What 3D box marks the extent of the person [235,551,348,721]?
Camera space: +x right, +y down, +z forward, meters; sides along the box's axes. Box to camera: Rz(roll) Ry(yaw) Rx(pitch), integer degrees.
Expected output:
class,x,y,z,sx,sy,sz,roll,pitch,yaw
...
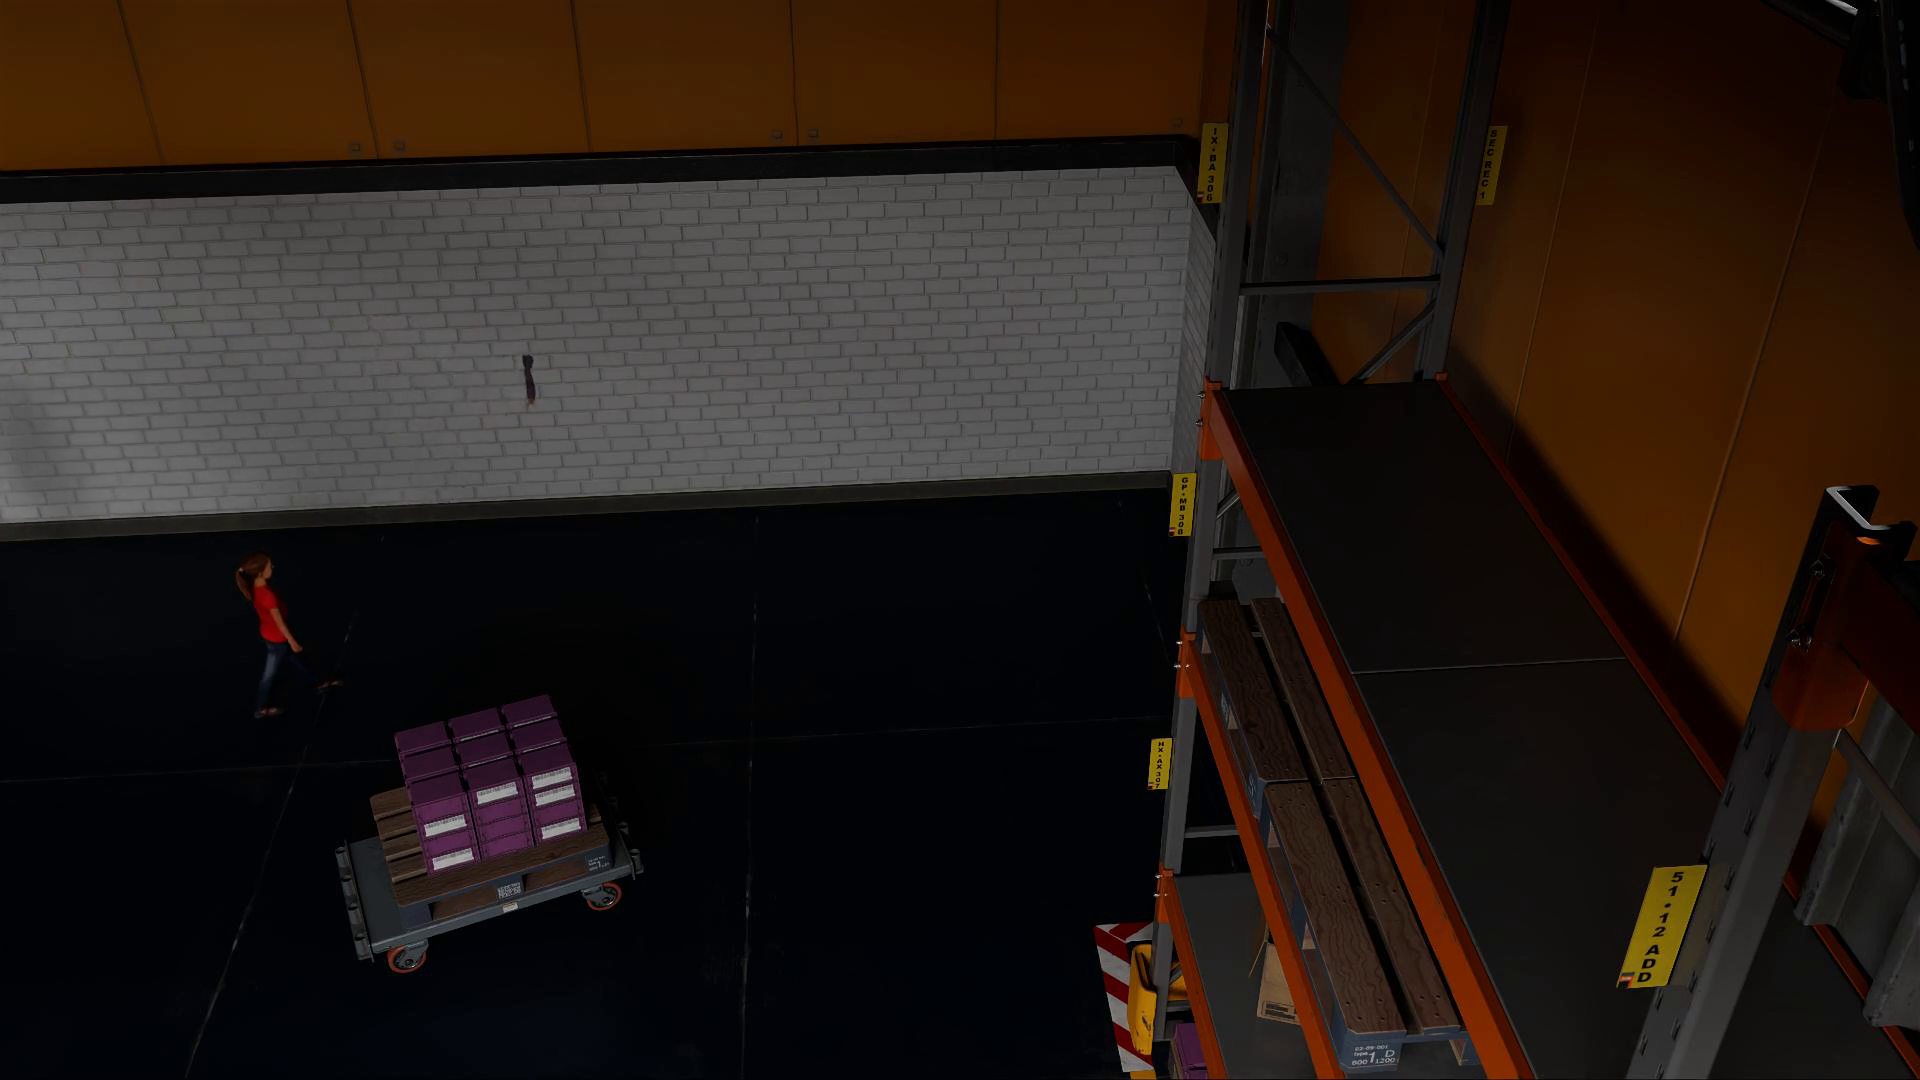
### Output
class,x,y,z,sx,sy,sz,roll,pitch,yaw
person,-4.669,0.671,11.191,0.825,1.278,0.888,-21,39,-28
